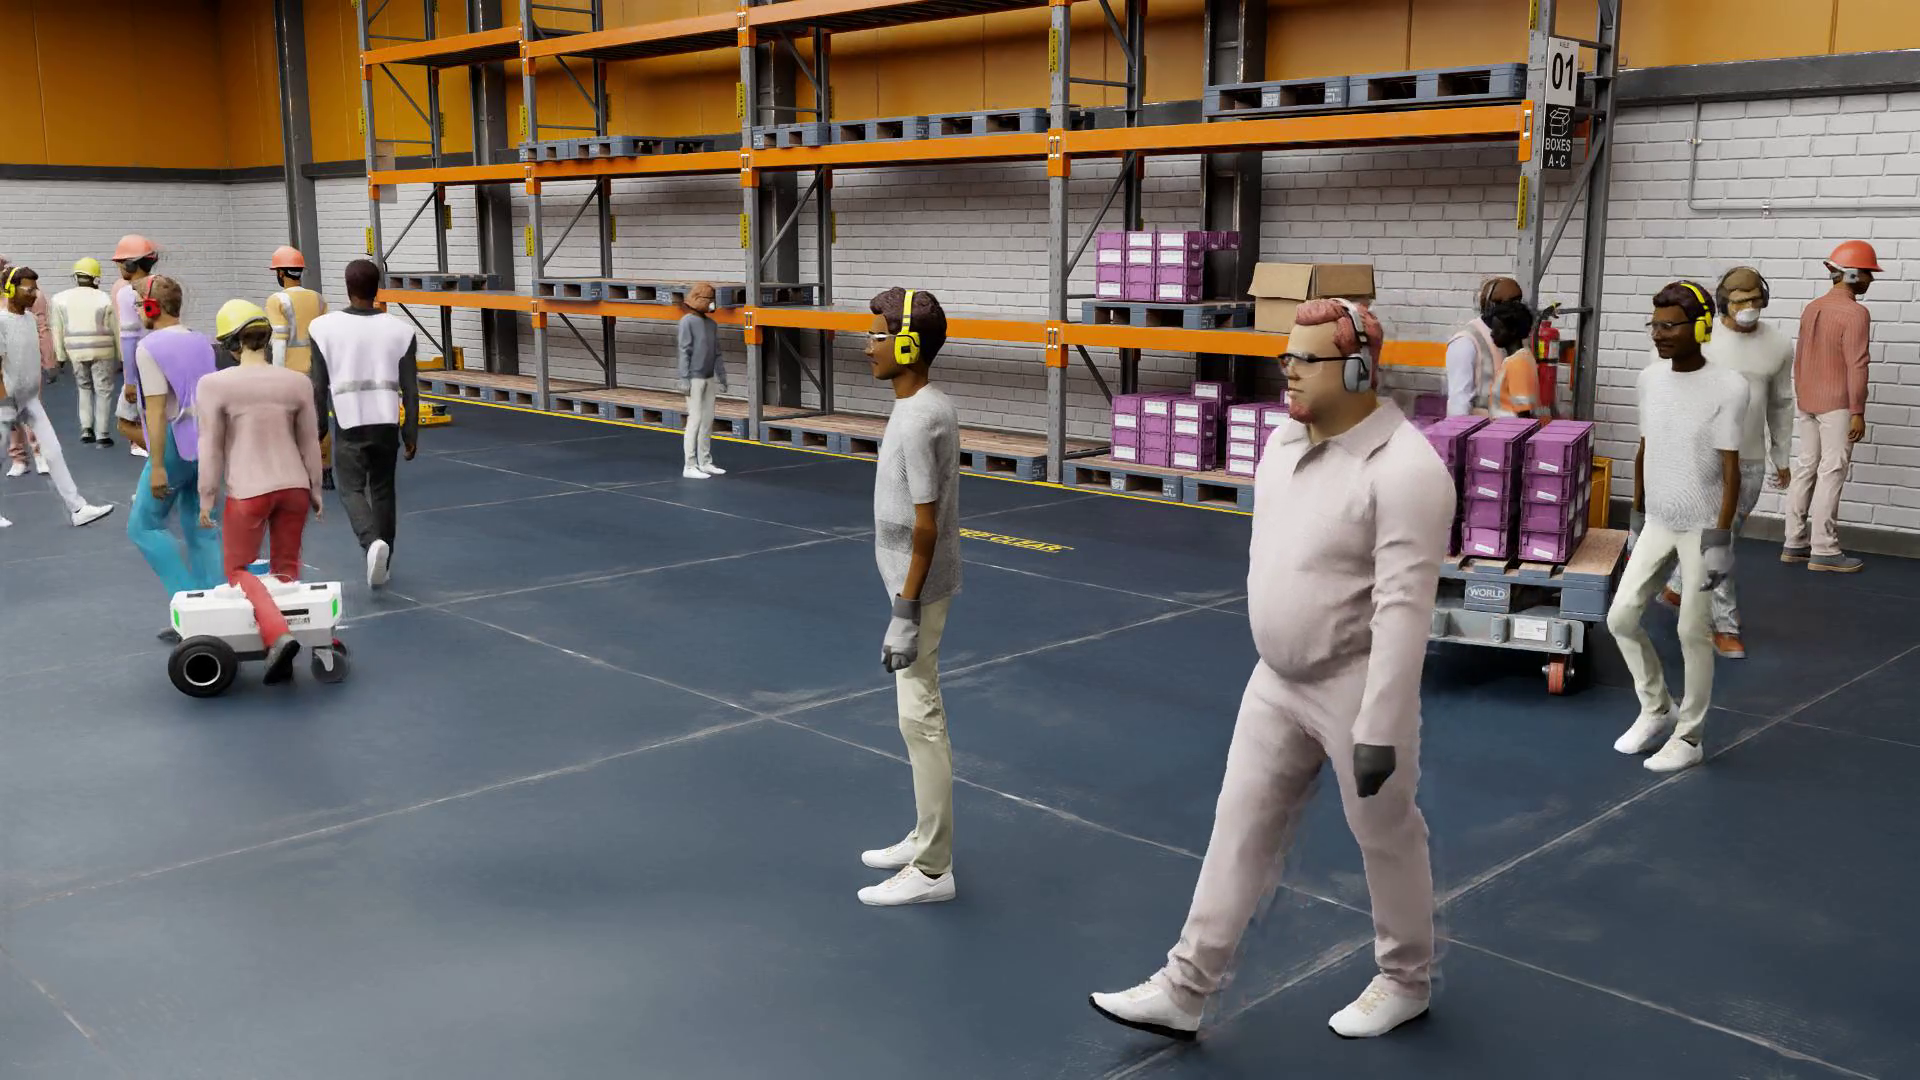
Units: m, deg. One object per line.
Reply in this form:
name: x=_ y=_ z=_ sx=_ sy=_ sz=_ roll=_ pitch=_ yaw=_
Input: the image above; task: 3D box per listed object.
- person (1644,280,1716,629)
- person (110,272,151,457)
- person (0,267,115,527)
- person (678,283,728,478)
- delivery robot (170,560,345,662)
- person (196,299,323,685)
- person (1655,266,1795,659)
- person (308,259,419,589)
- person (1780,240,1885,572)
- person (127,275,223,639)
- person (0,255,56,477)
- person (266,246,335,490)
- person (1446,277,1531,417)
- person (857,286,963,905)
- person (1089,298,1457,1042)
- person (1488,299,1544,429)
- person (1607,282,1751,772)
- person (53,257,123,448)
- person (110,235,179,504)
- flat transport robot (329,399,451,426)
person: x=3.808 y=-0.440 z=8.664 sx=0.557 sy=1.811 sz=0.919 roll=-2 pitch=11 yaw=-12
person: x=-7.509 y=-1.726 z=15.321 sx=0.406 sy=1.911 sz=0.639 roll=-1 pitch=10 yaw=-6
person: x=-6.445 y=-0.966 z=11.466 sx=1.025 sy=1.798 sz=0.563 roll=2 pitch=11 yaw=9
person: x=-2.167 y=-1.340 z=13.983 sx=0.305 sy=1.629 sz=0.518 roll=5 pitch=11 yaw=24
delivery robot: x=-3.168 y=0.333 z=7.527 sx=0.707 sy=0.478 sz=0.477 roll=-4 pitch=11 yaw=-19
person: x=-3.103 y=-0.203 z=7.455 sx=0.554 sy=1.735 sz=0.572 roll=-10 pitch=14 yaw=-44
person: x=3.818 y=-0.425 z=8.317 sx=0.667 sy=1.888 sz=0.966 roll=-2 pitch=11 yaw=-11
person: x=-3.379 y=-0.653 z=9.519 sx=0.595 sy=1.894 sz=0.780 roll=-6 pitch=12 yaw=-31
person: x=5.311 y=-0.812 z=10.105 sx=0.395 sy=1.990 sz=0.619 roll=-1 pitch=10 yaw=-4
person: x=-3.909 y=-0.403 z=8.323 sx=0.468 sy=1.824 sz=0.605 roll=2 pitch=11 yaw=8
person: x=-7.966 y=-1.457 z=13.926 sx=0.658 sy=1.885 sz=0.478 roll=-2 pitch=11 yaw=-9
person: x=-5.212 y=-1.327 z=13.065 sx=0.373 sy=1.934 sz=0.552 roll=5 pitch=11 yaw=24
person: x=3.037 y=-0.626 z=9.662 sx=0.628 sy=1.785 sz=0.997 roll=-6 pitch=12 yaw=-30
person: x=-0.157 y=0.175 z=5.054 sx=0.328 sy=1.872 sz=0.509 roll=0 pitch=10 yaw=1
person: x=0.809 y=0.364 z=4.018 sx=0.966 sy=1.862 sz=0.676 roll=-5 pitch=12 yaw=-26
person: x=3.056 y=-0.533 z=9.482 sx=0.867 sy=1.652 sz=0.556 roll=3 pitch=11 yaw=18
person: x=2.704 y=-0.028 z=6.240 sx=0.417 sy=1.843 sz=0.544 roll=-6 pitch=12 yaw=-29
person: x=-8.266 y=-1.780 z=15.872 sx=0.617 sy=1.808 sz=0.469 roll=-2 pitch=11 yaw=-8
person: x=-6.023 y=-1.246 z=12.380 sx=0.489 sy=2.024 sz=0.630 roll=1 pitch=10 yaw=6
flat transport robot: x=-6.174 y=-1.394 z=17.974 sx=1.431 sy=0.197 sz=0.652 roll=9 pitch=14 yaw=42
